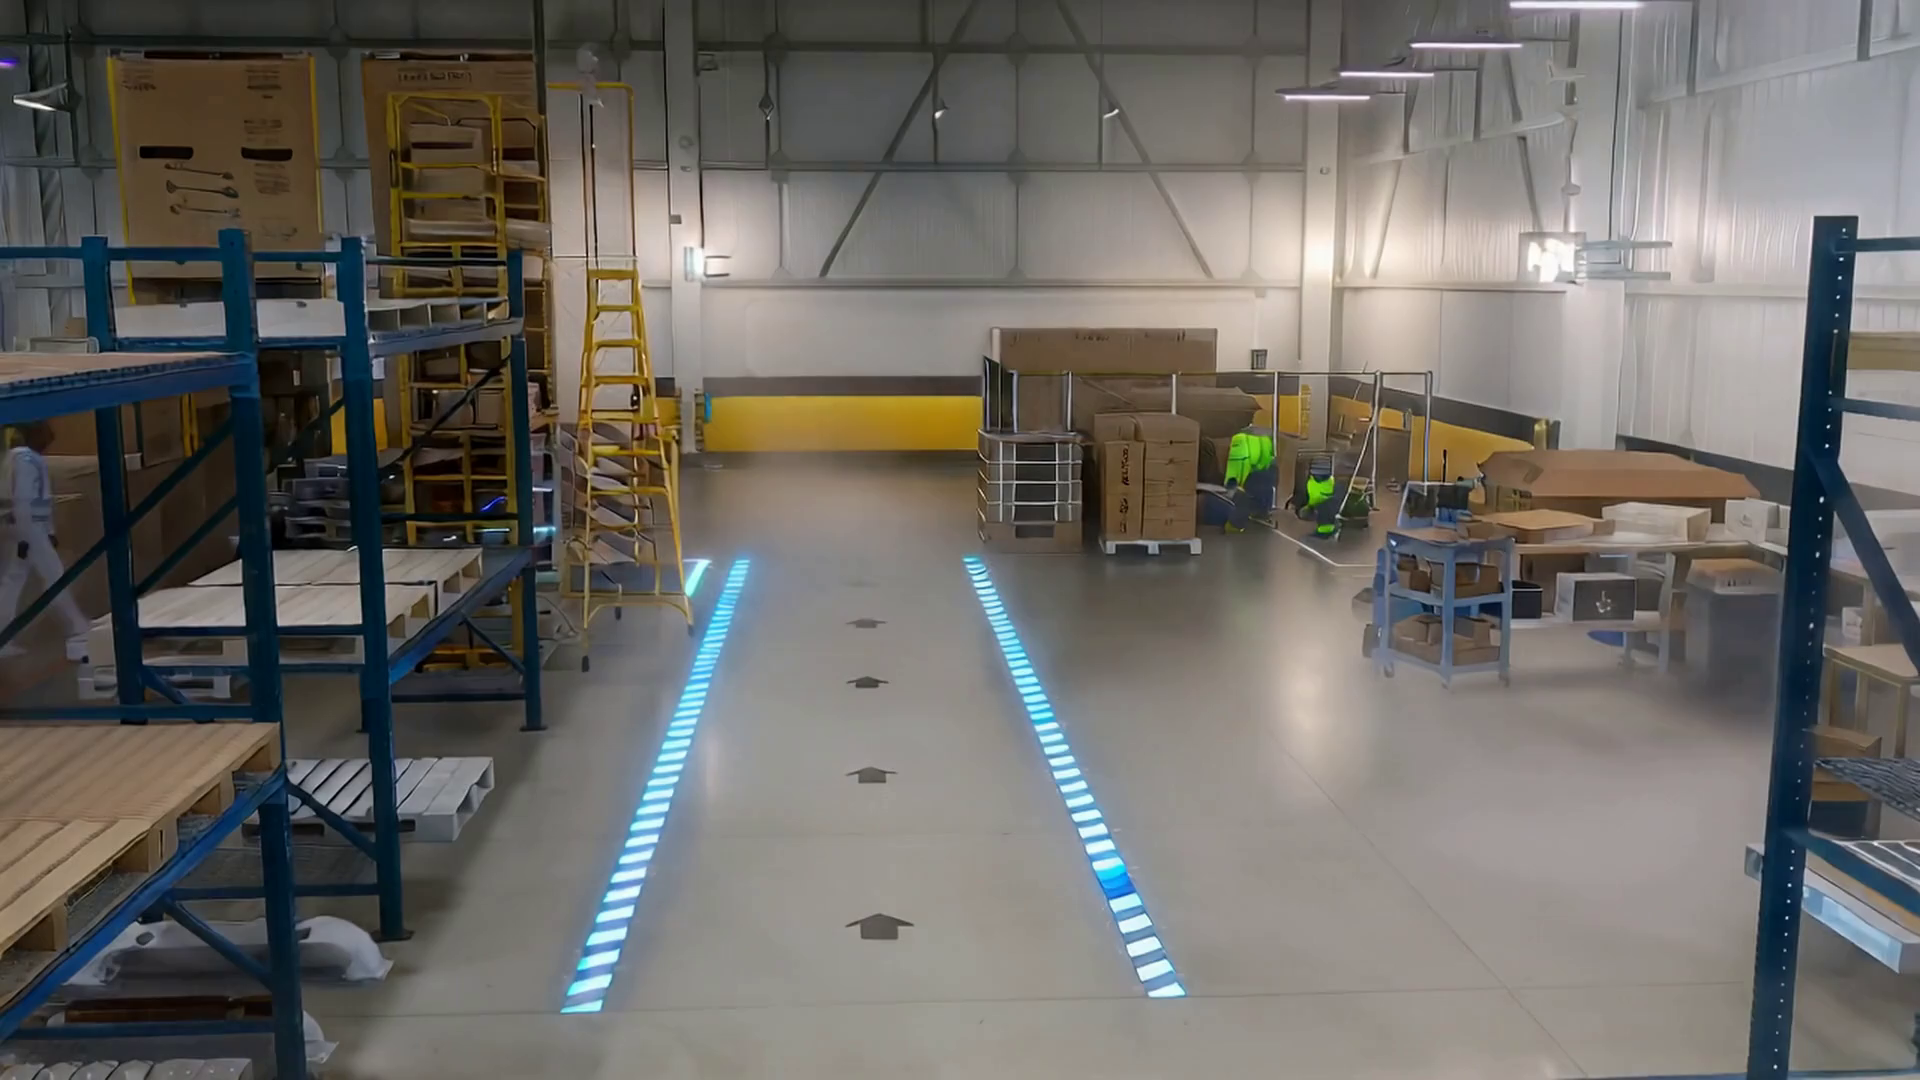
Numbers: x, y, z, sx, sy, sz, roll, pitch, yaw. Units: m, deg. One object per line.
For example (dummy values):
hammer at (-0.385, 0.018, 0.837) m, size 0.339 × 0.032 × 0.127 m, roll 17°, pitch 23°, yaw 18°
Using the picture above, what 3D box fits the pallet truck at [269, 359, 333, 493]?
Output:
pallet truck at (-7.062, -1.131, 18.996) m, size 1.885 × 1.965 × 0.823 m, roll 2°, pitch 9°, yaw 13°

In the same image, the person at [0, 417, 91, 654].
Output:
person at (-7.057, -0.055, 12.746) m, size 0.912 × 1.829 × 0.598 m, roll -6°, pitch 11°, yaw -34°
